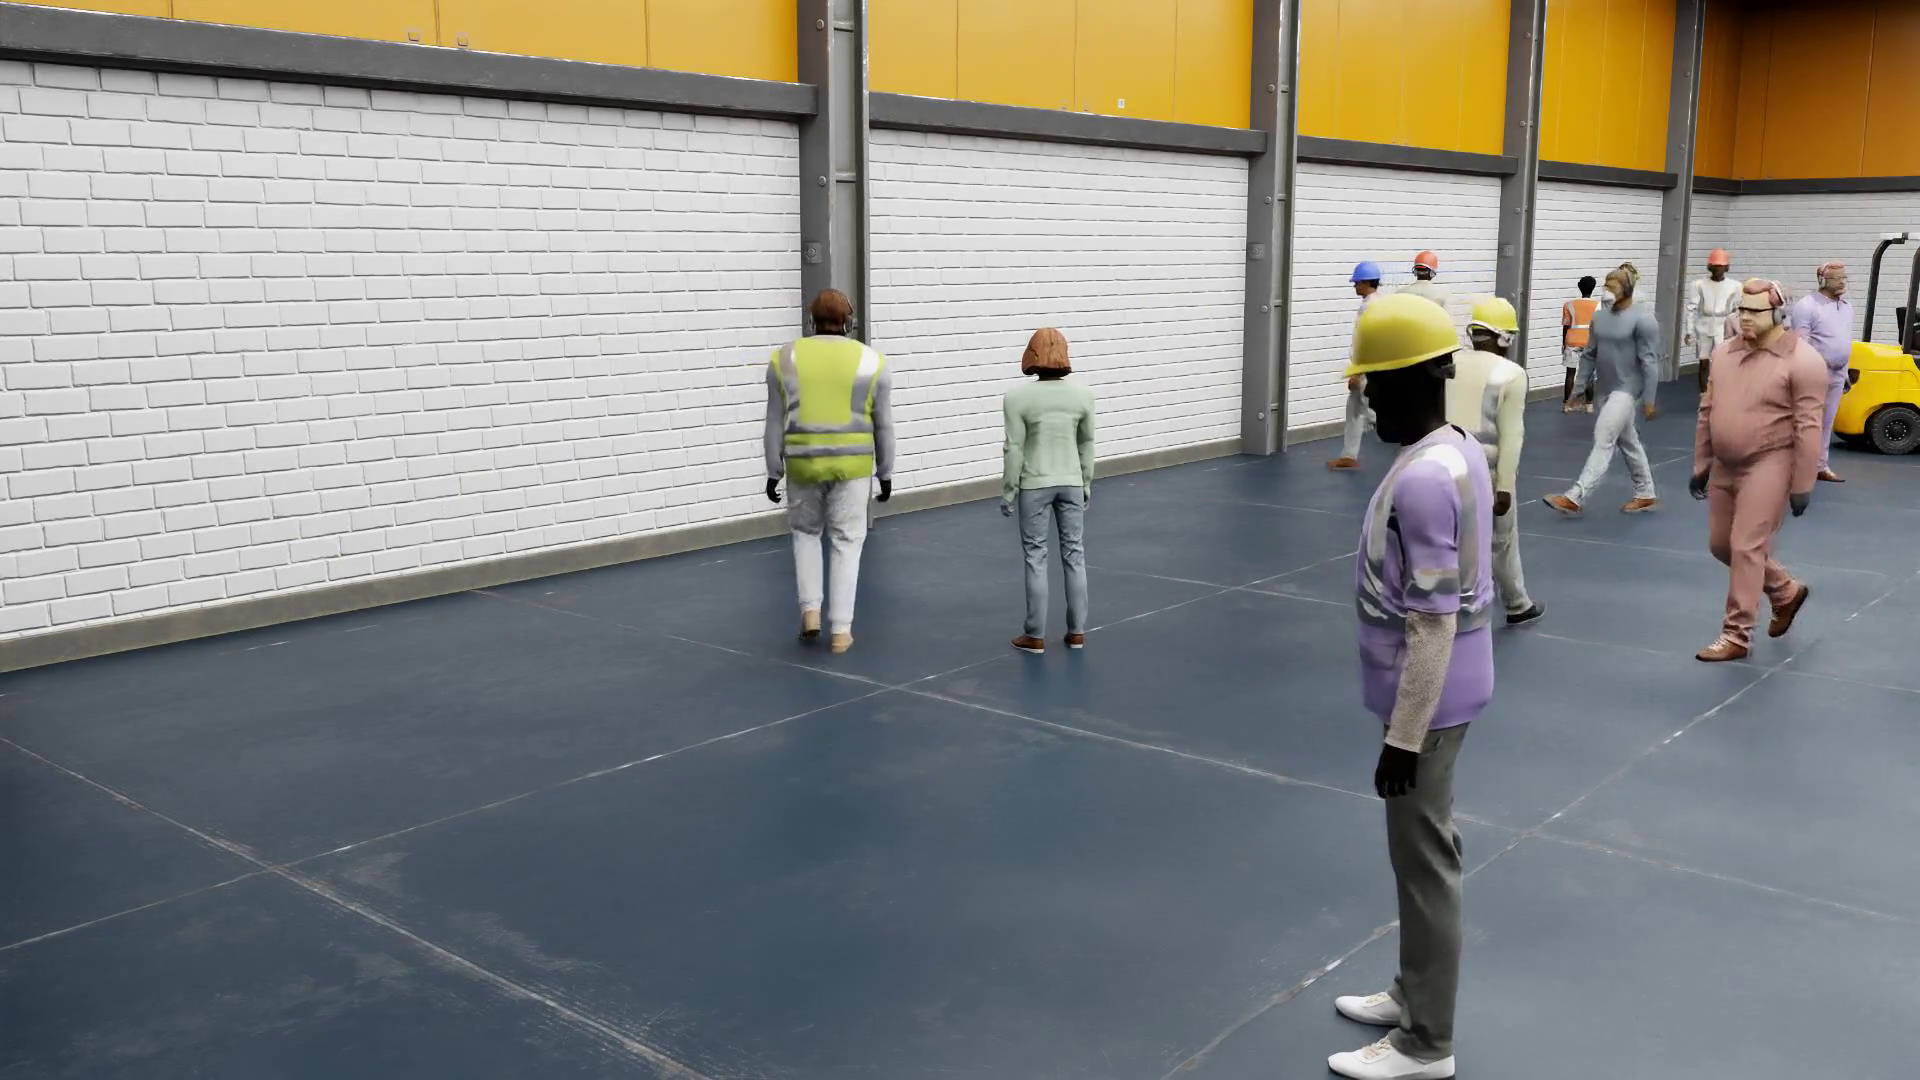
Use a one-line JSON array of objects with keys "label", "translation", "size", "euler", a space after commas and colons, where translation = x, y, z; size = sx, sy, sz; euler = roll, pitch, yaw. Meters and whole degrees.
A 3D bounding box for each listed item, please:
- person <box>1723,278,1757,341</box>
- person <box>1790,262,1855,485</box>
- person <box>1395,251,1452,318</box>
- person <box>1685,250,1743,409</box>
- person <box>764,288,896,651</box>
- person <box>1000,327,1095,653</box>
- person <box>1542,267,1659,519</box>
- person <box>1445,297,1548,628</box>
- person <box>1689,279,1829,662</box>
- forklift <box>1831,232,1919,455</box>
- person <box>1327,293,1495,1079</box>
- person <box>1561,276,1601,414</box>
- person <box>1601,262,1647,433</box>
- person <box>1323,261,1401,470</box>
[{"label": "person", "translation": [7.554, -1.618, 15.905], "size": [0.526, 1.733, 0.781], "euler": [5, 11, 25]}, {"label": "person", "translation": [7.454, -1.434, 14.354], "size": [0.642, 1.909, 0.408], "euler": [-5, 11, -25]}, {"label": "person", "translation": [4.753, -1.964, 17.116], "size": [0.608, 1.995, 0.376], "euler": [5, 11, 28]}, {"label": "person", "translation": [9.323, -2.580, 20.614], "size": [0.621, 1.992, 1.018], "euler": [5, 11, 25]}, {"label": "person", "translation": [-0.651, -0.353, 8.427], "size": [0.659, 1.826, 0.504], "euler": [0, 10, 0]}, {"label": "person", "translation": [0.442, -0.247, 8.365], "size": [0.499, 1.634, 0.285], "euler": [-3, 11, -19]}, {"label": "person", "translation": [4.897, -1.100, 12.522], "size": [1.083, 1.877, 0.640], "euler": [-3, 10, -15]}, {"label": "person", "translation": [2.709, -0.369, 8.687], "size": [0.973, 1.771, 0.609], "euler": [-7, 12, -35]}, {"label": "person", "translation": [3.988, -0.348, 8.243], "size": [0.729, 1.880, 0.638], "euler": [-3, 11, -19]}, {"label": "forklift", "translation": [9.955, -1.972, 16.595], "size": [2.313, 2.155, 1.214], "euler": [1, 10, 8]}, {"label": "person", "translation": [1.089, 0.371, 4.040], "size": [0.392, 1.918, 0.589], "euler": [3, 11, 19]}, {"label": "person", "translation": [7.653, -2.394, 20.436], "size": [0.530, 1.689, 0.319], "euler": [4, 11, 20]}, {"label": "person", "translation": [7.277, -2.103, 18.253], "size": [0.513, 1.876, 0.325], "euler": [7, 12, 35]}, {"label": "person", "translation": [3.769, -1.545, 14.972], "size": [0.849, 1.919, 0.604], "euler": [3, 10, 18]}]
